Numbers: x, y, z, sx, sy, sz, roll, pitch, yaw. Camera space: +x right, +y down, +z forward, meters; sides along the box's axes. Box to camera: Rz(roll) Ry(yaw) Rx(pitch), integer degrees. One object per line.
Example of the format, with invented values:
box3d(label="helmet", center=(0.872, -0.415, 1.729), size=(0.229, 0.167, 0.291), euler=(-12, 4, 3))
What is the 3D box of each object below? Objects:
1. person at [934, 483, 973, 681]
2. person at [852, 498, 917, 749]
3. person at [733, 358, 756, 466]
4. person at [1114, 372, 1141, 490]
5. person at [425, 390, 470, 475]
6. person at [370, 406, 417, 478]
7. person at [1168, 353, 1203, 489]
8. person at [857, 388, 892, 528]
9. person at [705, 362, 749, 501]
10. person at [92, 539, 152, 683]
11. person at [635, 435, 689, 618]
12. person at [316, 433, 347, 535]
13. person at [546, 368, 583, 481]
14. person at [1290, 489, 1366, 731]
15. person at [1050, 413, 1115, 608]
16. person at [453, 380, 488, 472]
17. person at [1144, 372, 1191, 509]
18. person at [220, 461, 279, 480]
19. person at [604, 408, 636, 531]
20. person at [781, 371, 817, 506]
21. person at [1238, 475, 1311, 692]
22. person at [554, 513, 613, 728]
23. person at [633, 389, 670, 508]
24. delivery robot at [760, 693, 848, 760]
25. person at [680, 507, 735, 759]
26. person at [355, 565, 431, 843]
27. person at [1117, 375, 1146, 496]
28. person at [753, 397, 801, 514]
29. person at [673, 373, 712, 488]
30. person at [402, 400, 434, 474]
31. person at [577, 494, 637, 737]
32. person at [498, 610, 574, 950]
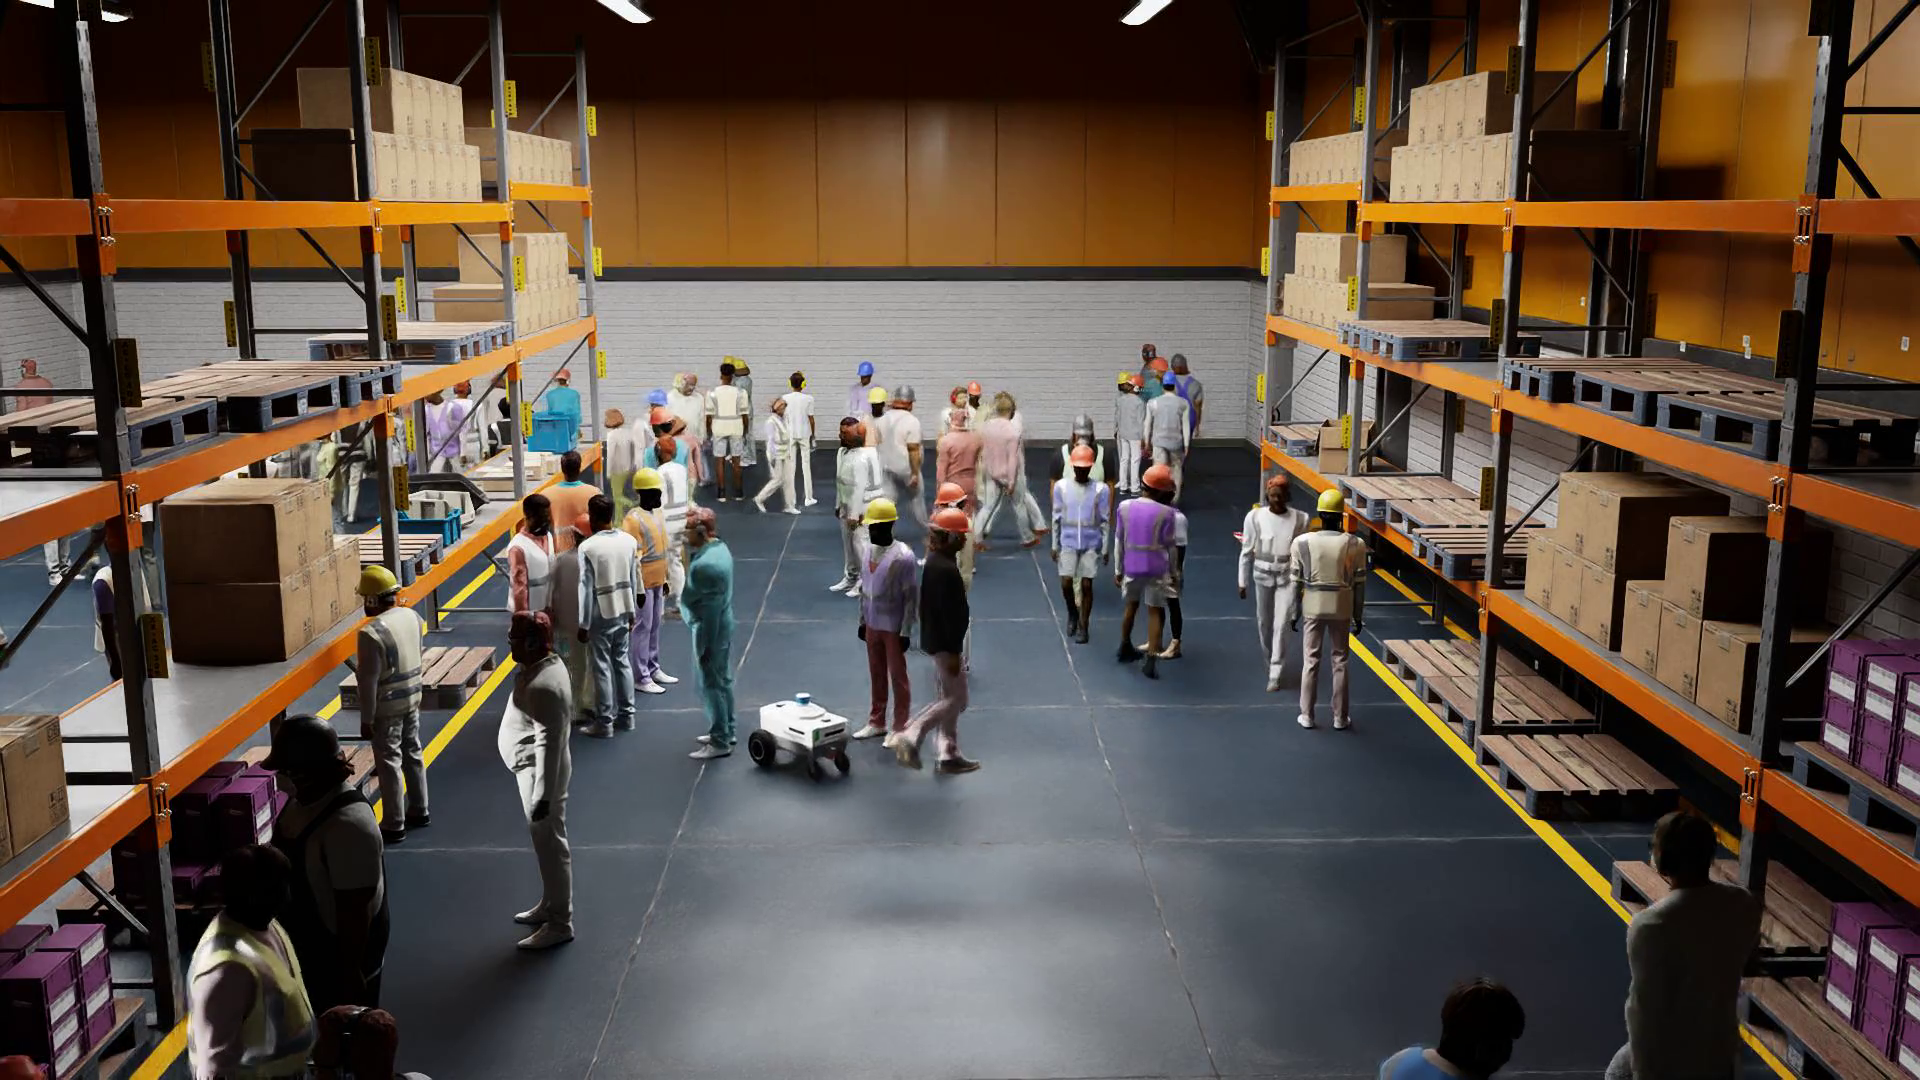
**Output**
box3d(label="person", center=(-0.061, 0.361, 14.555), size=(0.330, 1.748, 0.560), euler=(2, 11, 11))
box3d(label="person", center=(-0.580, 0.629, 12.766), size=(0.588, 1.927, 0.371), euler=(11, 16, 43))
box3d(label="person", center=(-3.488, -2.047, 26.676), size=(0.326, 1.736, 0.489), euler=(3, 12, 17))
box3d(label="person", center=(2.449, -1.611, 24.493), size=(0.324, 1.731, 0.492), euler=(-11, 15, -43))
box3d(label="person", center=(-6.596, -1.112, 21.344), size=(0.652, 1.980, 0.784), euler=(3, 12, 17))
box3d(label="person", center=(-8.591, -1.879, 25.308), size=(1.037, 1.937, 0.620), euler=(3, 12, 17))
box3d(label="person", center=(3.224, -1.760, 24.455), size=(0.687, 2.000, 0.887), euler=(-2, 11, -10))
box3d(label="person", center=(-1.001, -0.922, 20.622), size=(0.618, 1.937, 0.507), euler=(2, 12, 12))
box3d(label="person", center=(-3.279, -1.526, 23.480), size=(0.613, 1.962, 0.365), euler=(-2, 11, -10))
box3d(label="person", center=(-6.056, 0.802, 12.088), size=(0.382, 1.849, 0.571), euler=(-1, 11, -3))
box3d(label="person", center=(-2.948, -0.125, 16.708), size=(0.410, 1.863, 0.712), euler=(5, 12, 22))
box3d(label="person", center=(-7.280, -0.567, 19.190), size=(0.338, 1.759, 0.524), euler=(-6, 13, -27))
box3d(label="person", center=(-5.913, -1.714, 24.993), size=(0.589, 1.729, 0.529), euler=(3, 12, 16))
box3d(label="person", center=(2.894, 0.555, 13.134), size=(0.586, 1.928, 0.365), euler=(2, 11, 11))
box3d(label="person", center=(1.276, -0.361, 17.443), size=(0.691, 2.000, 0.825), euler=(0, 11, -2))
box3d(label="person", center=(-6.577, -1.214, 22.121), size=(0.582, 1.879, 0.338), euler=(-1, 11, -5))
box3d(label="person", center=(2.822, -1.332, 22.615), size=(0.631, 1.908, 0.892), euler=(2, 11, 10))
box3d(label="person", center=(-7.228, -0.174, 17.019), size=(0.562, 1.838, 0.388), euler=(-7, 13, -31))
box3d(label="person", center=(-4.225, -0.858, 21.013), size=(0.629, 1.609, 0.529), euler=(2, 11, 8))
box3d(label="person", center=(-2.253, -1.406, 23.113), size=(0.519, 1.873, 0.335), euler=(2, 11, 8))
box3d(label="person", center=(2.747, 0.325, 14.521), size=(0.605, 1.850, 0.906), euler=(3, 12, 15))
box3d(label="person", center=(-2.973, 0.639, 13.231), size=(0.559, 1.722, 0.397), euler=(6, 13, 26))
box3d(label="person", center=(-3.803, -0.914, 20.507), size=(0.611, 1.925, 0.696), euler=(-10, 15, -42))
box3d(label="delivery robot", center=(-1.153, 1.373, 12.251), size=(0.707, 0.478, 0.477), euler=(11, 16, 44))
box3d(label="person", center=(-1.899, 0.690, 12.520), size=(0.401, 1.904, 0.653), euler=(0, 11, -2))
box3d(label="person", center=(-3.725, 1.062, 10.863), size=(0.403, 1.824, 0.596), euler=(3, 12, 15))
box3d(label="person", center=(2.498, -1.505, 23.923), size=(0.335, 1.743, 0.561), euler=(-7, 13, -33))
box3d(label="person", center=(-2.477, -1.129, 22.343), size=(0.600, 1.617, 0.549), euler=(4, 12, 20))
box3d(label="person", center=(-4.074, -1.588, 24.427), size=(0.924, 1.709, 0.532), euler=(-8, 14, -36))
box3d(label="person", center=(-7.667, -1.544, 23.564), size=(0.588, 1.966, 0.786), euler=(10, 15, 41))
box3d(label="person", center=(-2.748, 0.589, 13.022), size=(0.402, 1.908, 0.598), euler=(7, 13, 30))
box3d(label="person", center=(-2.368, 1.325, 9.328), size=(0.409, 1.907, 0.651), euler=(-3, 12, -15))
